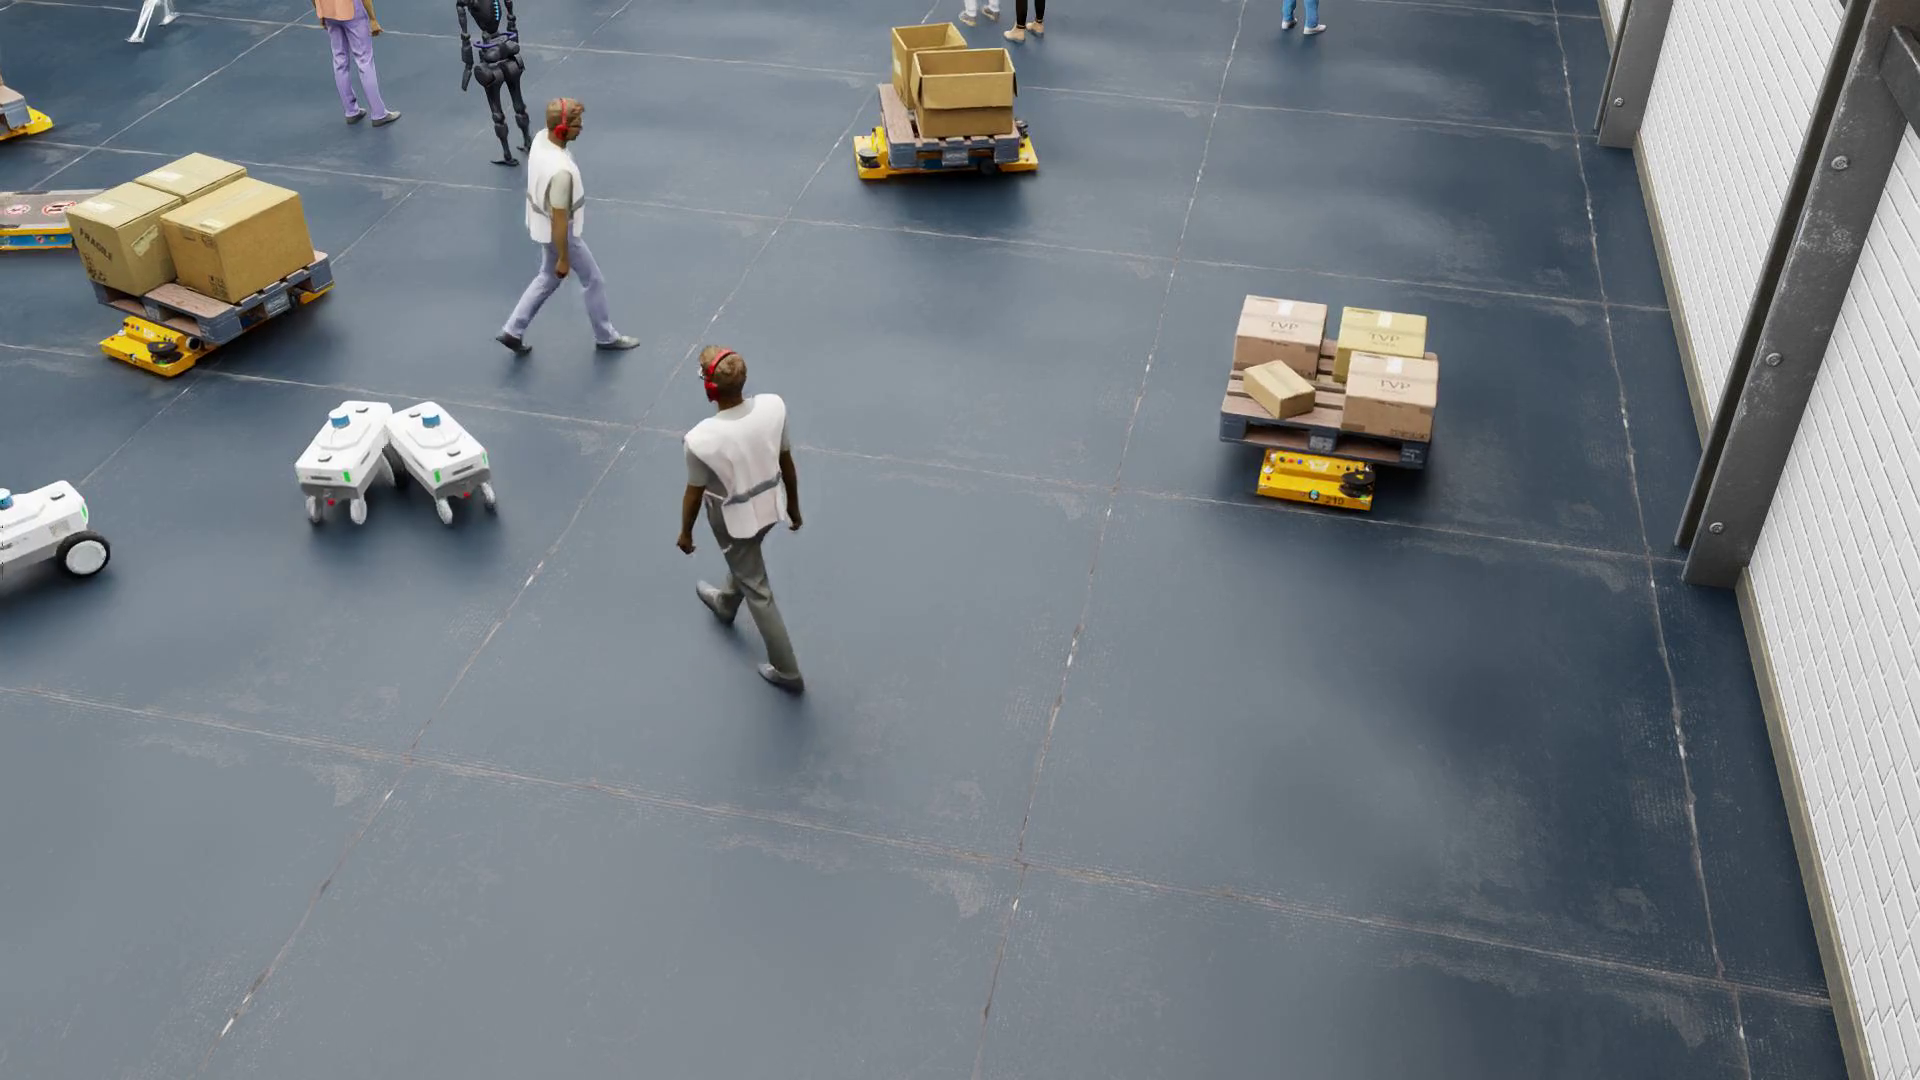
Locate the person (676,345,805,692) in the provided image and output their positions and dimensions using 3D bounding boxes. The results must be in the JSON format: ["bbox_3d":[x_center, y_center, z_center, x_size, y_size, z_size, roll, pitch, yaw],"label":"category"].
[{"bbox_3d":[-1.093,-0.133,8.119,0.970,1.798,0.580,29,46,33],"label":"person"}]

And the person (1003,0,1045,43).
[{"bbox_3d":[0.617,-5.469,15.343,0.539,1.695,0.315,-28,45,-32],"label":"person"}]

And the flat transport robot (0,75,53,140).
[{"bbox_3d":[-8.347,-3.346,13.696,0.659,0.231,1.431,27,45,31],"label":"flat transport robot"}]

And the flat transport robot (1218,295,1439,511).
[{"bbox_3d":[2.224,-0.688,10.140,0.659,0.231,1.431,9,38,12],"label":"flat transport robot"}]

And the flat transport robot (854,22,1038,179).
[{"bbox_3d":[-0.121,-3.168,13.457,1.431,0.231,0.659,-4,37,-5],"label":"flat transport robot"}]

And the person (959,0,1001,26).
[{"bbox_3d":[0.187,-5.807,15.643,0.577,1.880,0.366,-17,40,-21],"label":"person"}]

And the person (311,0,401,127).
[{"bbox_3d":[-5.058,-4.302,13.659,0.564,1.846,0.390,10,38,13],"label":"person"}]

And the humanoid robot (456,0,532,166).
[{"bbox_3d":[-3.672,-3.789,13.101,0.315,1.657,0.599,23,43,28],"label":"humanoid robot"}]

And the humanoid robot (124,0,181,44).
[{"bbox_3d":[-7.565,-5.477,15.338,0.558,1.743,1.037,11,38,14],"label":"humanoid robot"}]

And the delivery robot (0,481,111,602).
[{"bbox_3d":[-5.068,-0.011,9.008,0.792,0.611,0.499,-30,46,-34],"label":"delivery robot"}]

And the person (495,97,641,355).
[{"bbox_3d":[-2.594,-1.940,10.537,0.864,1.802,0.649,-15,39,-19],"label":"person"}]

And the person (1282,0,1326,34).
[{"bbox_3d":[3.263,-5.597,15.489,0.496,1.729,0.367,27,44,31],"label":"person"}]

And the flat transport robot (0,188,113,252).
[{"bbox_3d":[-6.760,-2.366,12.385,1.431,0.231,0.659,-3,37,-3],"label":"flat transport robot"}]

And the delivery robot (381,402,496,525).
[{"bbox_3d":[-3.023,-0.497,9.634,0.499,0.582,0.773,-26,44,-30],"label":"delivery robot"}]

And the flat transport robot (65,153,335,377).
[{"bbox_3d":[-5.045,-1.578,11.330,0.659,0.231,1.431,19,41,23],"label":"flat transport robot"}]

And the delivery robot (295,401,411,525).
[{"bbox_3d":[-3.530,-0.490,9.643,0.499,0.603,0.803,4,37,5],"label":"delivery robot"}]
